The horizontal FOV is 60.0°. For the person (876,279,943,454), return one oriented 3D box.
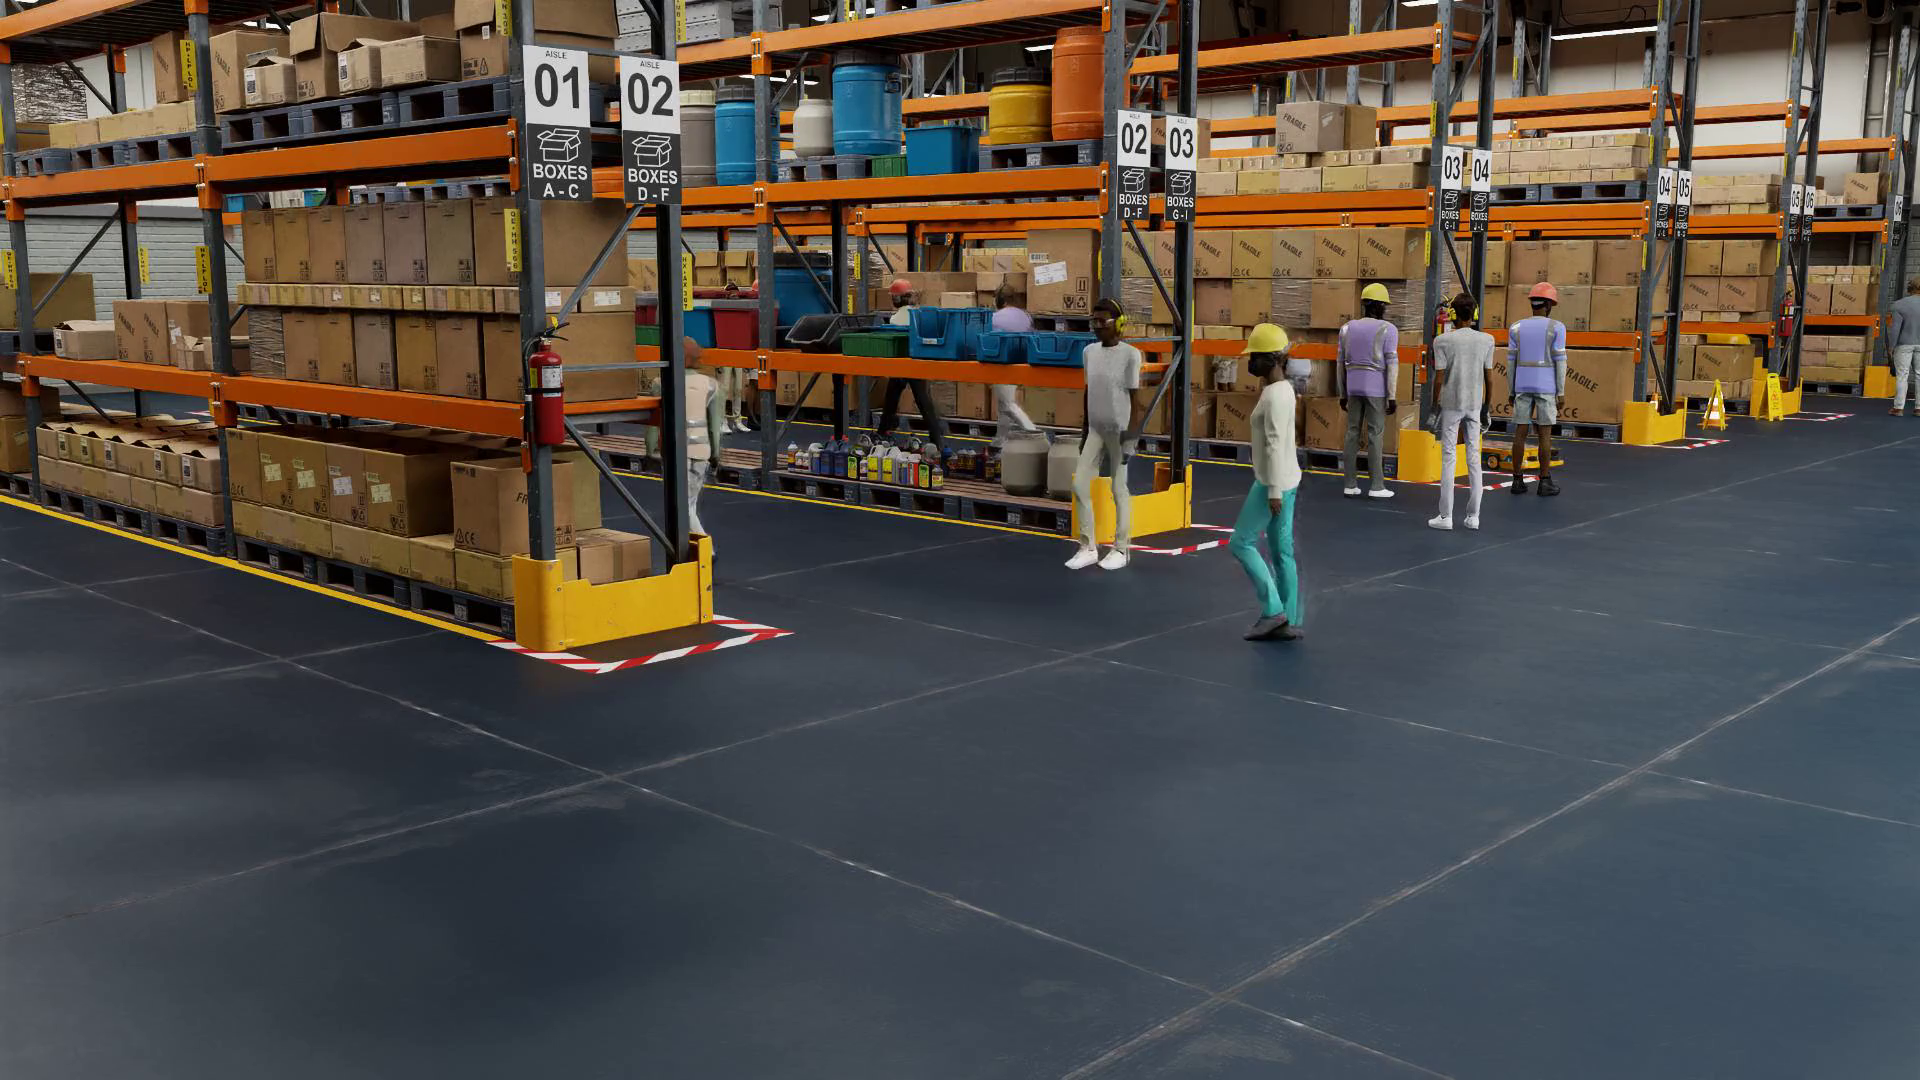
[{"bbox_3d":[-0.604,-1.871,18.184,1.052,1.941,0.629,7,12,36],"label":"person"}]

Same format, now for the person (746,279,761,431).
[{"bbox_3d":[-2.564,-2.384,21.343,0.373,1.928,0.543,3,10,18],"label":"person"}]

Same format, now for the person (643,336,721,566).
[{"bbox_3d":[-1.821,-0.564,11.167,0.518,1.613,0.781,-8,12,-40],"label":"person"}]

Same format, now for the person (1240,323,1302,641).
[{"bbox_3d":[1.690,-0.306,9.136,0.434,1.748,0.540,3,10,17],"label":"person"}]

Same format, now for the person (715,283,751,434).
[{"bbox_3d":[-2.849,-2.270,20.825,0.513,1.872,0.328,-9,13,-44],"label":"person"}]

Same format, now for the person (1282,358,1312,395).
[{"bbox_3d":[3.972,-1.974,19.555,0.546,1.685,0.426,-8,12,-42],"label":"person"}]

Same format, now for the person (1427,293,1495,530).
[{"bbox_3d":[3.953,-1.015,13.150,0.508,1.865,0.329,-1,9,-5],"label":"person"}]

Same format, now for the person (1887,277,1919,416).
[{"bbox_3d":[13.320,-2.703,23.265,0.636,1.938,0.354,2,9,10],"label":"person"}]

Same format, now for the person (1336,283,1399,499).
[{"bbox_3d":[3.668,-1.337,14.948,0.589,1.919,0.392,9,13,43],"label":"person"}]

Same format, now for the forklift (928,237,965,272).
[{"bbox_3d":[-0.326,-5.817,39.609,1.129,2.768,1.873,9,13,43],"label":"forklift"}]

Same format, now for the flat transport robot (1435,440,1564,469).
[{"bbox_3d":[5.567,-0.922,17.574,0.652,0.197,1.431,-6,11,-35],"label":"flat transport robot"}]

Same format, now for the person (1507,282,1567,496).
[{"bbox_3d":[5.274,-1.381,15.195,0.543,1.928,0.372,8,12,41],"label":"person"}]

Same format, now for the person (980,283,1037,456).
[{"bbox_3d":[0.587,-1.841,18.107,0.924,1.911,0.643,8,12,40],"label":"person"}]

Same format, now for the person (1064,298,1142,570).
[{"bbox_3d":[0.947,-0.702,11.259,0.565,1.847,0.673,8,12,41],"label":"person"}]

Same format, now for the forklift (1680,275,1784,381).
[{"bbox_3d":[12.480,-3.427,27.053,1.214,2.155,2.313,9,13,43],"label":"forklift"}]

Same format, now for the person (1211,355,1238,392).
[{"bbox_3d":[3.282,-2.286,20.713,0.373,1.935,0.551,7,11,36],"label":"person"}]
